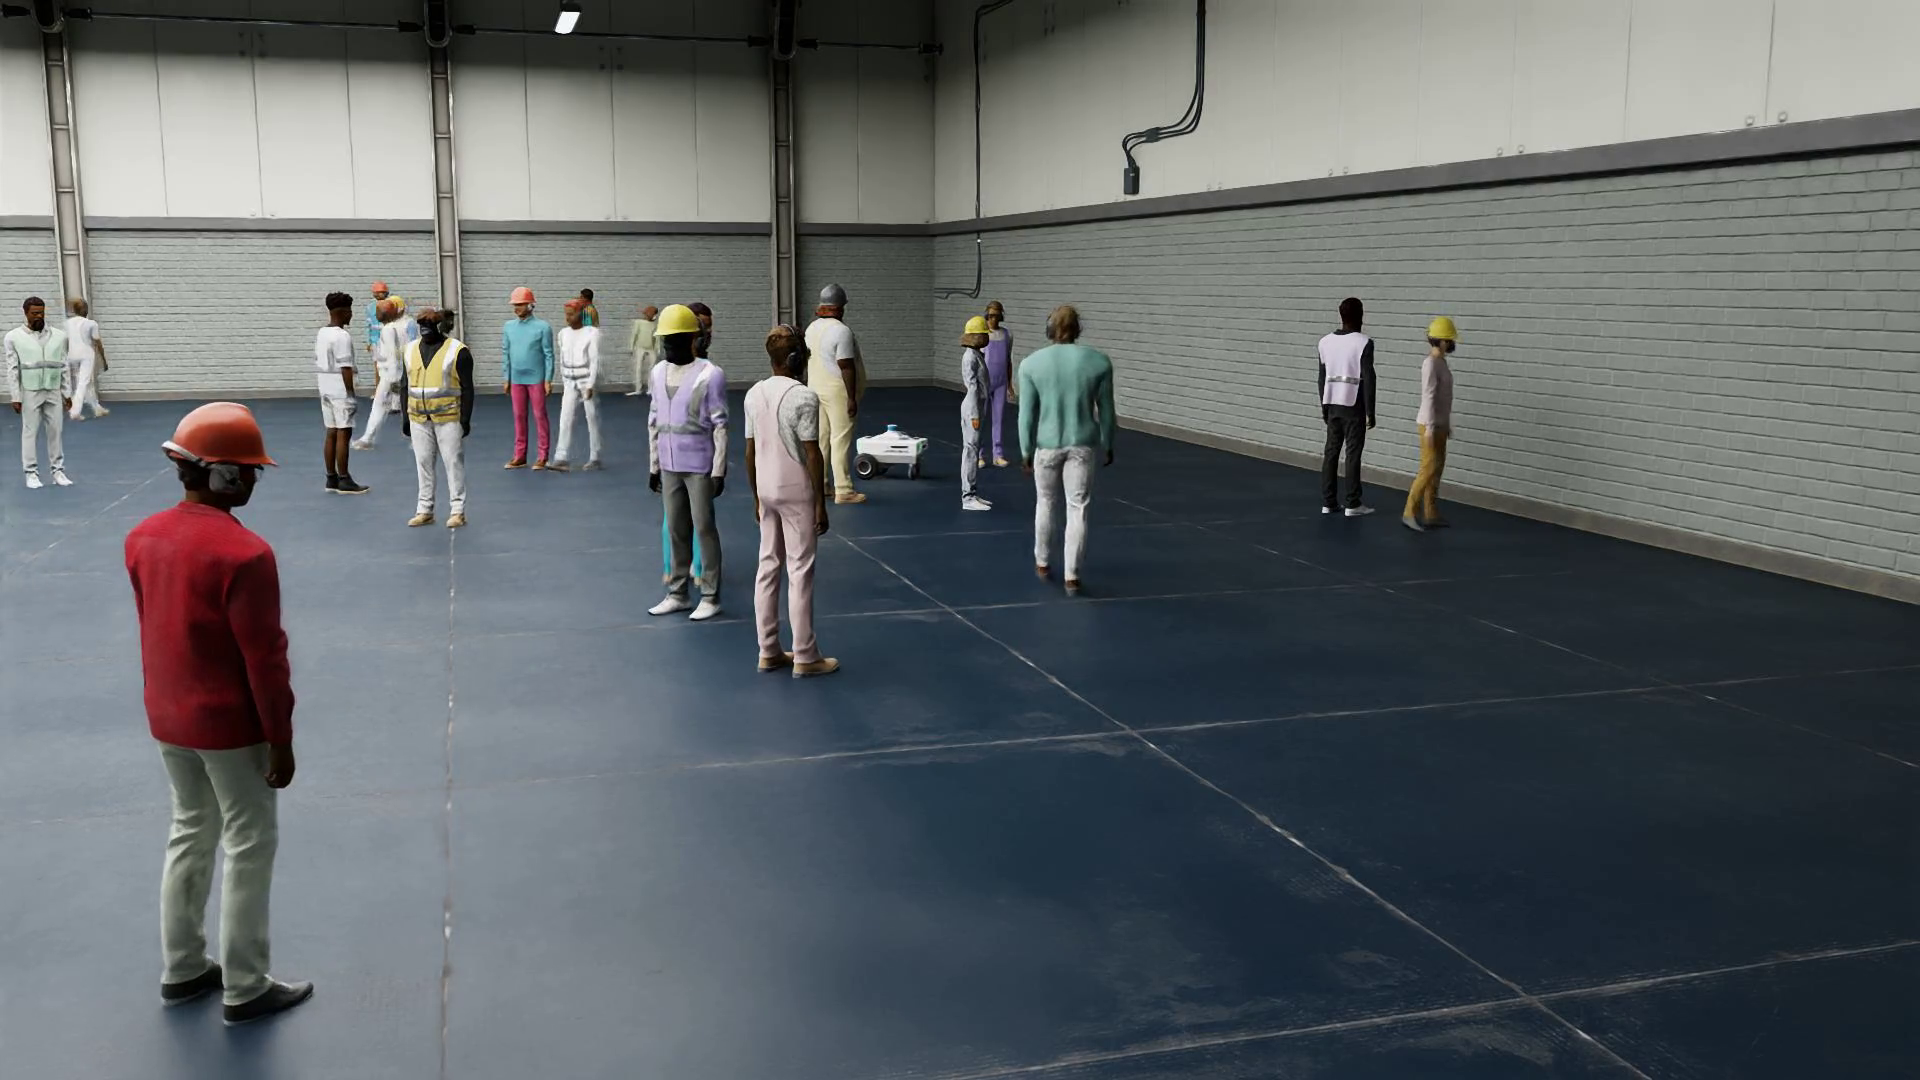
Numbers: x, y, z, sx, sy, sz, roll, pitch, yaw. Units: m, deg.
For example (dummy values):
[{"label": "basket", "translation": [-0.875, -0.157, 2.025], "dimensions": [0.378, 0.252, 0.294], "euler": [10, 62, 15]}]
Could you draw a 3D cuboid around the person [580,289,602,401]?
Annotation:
[{"label": "person", "translation": [-6.328, -3.337, 28.483], "dimensions": [0.388, 1.919, 0.594], "euler": [-1, 9, -6]}]

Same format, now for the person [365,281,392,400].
[{"label": "person", "translation": [-9.911, -3.413, 28.565], "dimensions": [0.607, 2.048, 0.370], "euler": [1, 9, 5]}]

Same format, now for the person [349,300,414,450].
[{"label": "person", "translation": [-6.917, -1.993, 20.200], "dimensions": [1.005, 1.832, 0.598], "euler": [-1, 9, -5]}]

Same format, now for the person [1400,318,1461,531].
[{"label": "person", "translation": [3.941, -0.955, 13.836], "dimensions": [0.446, 1.756, 0.606], "euler": [4, 10, 26]}]

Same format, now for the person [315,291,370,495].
[{"label": "person", "translation": [-6.012, -1.424, 16.134], "dimensions": [0.367, 1.962, 0.613], "euler": [-8, 12, -42]}]

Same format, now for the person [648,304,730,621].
[{"label": "person", "translation": [-1.681, -0.469, 10.159], "dimensions": [0.594, 1.924, 0.382], "euler": [6, 10, 32]}]

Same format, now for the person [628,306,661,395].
[{"label": "person", "translation": [-5.667, -3.389, 29.800], "dimensions": [0.634, 1.610, 0.321], "euler": [-4, 10, -26]}]

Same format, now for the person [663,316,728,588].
[{"label": "person", "translation": [-1.808, -0.588, 11.230], "dimensions": [0.519, 1.835, 0.350], "euler": [3, 9, 18]}]

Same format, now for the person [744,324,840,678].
[{"label": "person", "translation": [-0.895, -0.200, 8.706], "dimensions": [0.504, 1.847, 0.345], "euler": [6, 11, 36]}]

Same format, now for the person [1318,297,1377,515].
[{"label": "person", "translation": [3.410, -1.173, 14.676], "dimensions": [0.392, 1.920, 0.593], "euler": [-7, 11, -39]}]

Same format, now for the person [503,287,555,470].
[{"label": "person", "translation": [-4.721, -1.757, 18.159], "dimensions": [0.612, 1.994, 0.395], "euler": [3, 9, 19]}]

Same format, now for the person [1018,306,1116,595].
[{"label": "person", "translation": [0.721, -0.620, 11.242], "dimensions": [0.656, 1.894, 0.984], "euler": [1, 9, 5]}]

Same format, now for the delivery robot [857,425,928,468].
[{"label": "delivery robot", "translation": [-0.700, -0.954, 17.321], "dimensions": [0.707, 0.478, 0.477], "euler": [2, 9, 15]}]

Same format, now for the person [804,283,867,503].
[{"label": "person", "translation": [-1.133, -1.368, 15.533], "dimensions": [0.539, 2.000, 0.688], "euler": [-7, 11, -38]}]

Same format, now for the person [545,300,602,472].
[{"label": "person", "translation": [-4.134, -1.632, 17.812], "dimensions": [0.580, 1.851, 0.907], "euler": [3, 9, 20]}]

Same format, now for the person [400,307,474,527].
[{"label": "person", "translation": [-4.403, -1.023, 13.965], "dimensions": [0.633, 1.842, 0.429], "euler": [1, 9, 8]}]

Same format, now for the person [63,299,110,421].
[{"label": "person", "translation": [-12.905, -2.653, 24.537], "dimensions": [0.533, 1.793, 0.986], "euler": [1, 9, 7]}]

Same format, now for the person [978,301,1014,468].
[{"label": "person", "translation": [0.363, -1.712, 18.375], "dimensions": [0.506, 1.839, 0.351], "euler": [-4, 10, -22]}]

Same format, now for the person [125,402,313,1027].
[{"label": "person", "translation": [-2.064, 0.484, 4.680], "dimensions": [0.577, 1.737, 0.354], "euler": [5, 10, 30]}]

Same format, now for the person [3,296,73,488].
[{"label": "person", "translation": [-9.209, -1.472, 16.638], "dimensions": [0.391, 1.911, 0.584], "euler": [6, 11, 34]}]

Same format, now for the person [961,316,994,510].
[{"label": "person", "translation": [0.158, -1.146, 15.065], "dimensions": [0.295, 1.744, 0.487], "euler": [1, 9, 5]}]

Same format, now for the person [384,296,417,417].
[{"label": "person", "translation": [-8.505, -2.780, 25.227], "dimensions": [0.589, 1.827, 0.404], "euler": [4, 10, 24]}]
